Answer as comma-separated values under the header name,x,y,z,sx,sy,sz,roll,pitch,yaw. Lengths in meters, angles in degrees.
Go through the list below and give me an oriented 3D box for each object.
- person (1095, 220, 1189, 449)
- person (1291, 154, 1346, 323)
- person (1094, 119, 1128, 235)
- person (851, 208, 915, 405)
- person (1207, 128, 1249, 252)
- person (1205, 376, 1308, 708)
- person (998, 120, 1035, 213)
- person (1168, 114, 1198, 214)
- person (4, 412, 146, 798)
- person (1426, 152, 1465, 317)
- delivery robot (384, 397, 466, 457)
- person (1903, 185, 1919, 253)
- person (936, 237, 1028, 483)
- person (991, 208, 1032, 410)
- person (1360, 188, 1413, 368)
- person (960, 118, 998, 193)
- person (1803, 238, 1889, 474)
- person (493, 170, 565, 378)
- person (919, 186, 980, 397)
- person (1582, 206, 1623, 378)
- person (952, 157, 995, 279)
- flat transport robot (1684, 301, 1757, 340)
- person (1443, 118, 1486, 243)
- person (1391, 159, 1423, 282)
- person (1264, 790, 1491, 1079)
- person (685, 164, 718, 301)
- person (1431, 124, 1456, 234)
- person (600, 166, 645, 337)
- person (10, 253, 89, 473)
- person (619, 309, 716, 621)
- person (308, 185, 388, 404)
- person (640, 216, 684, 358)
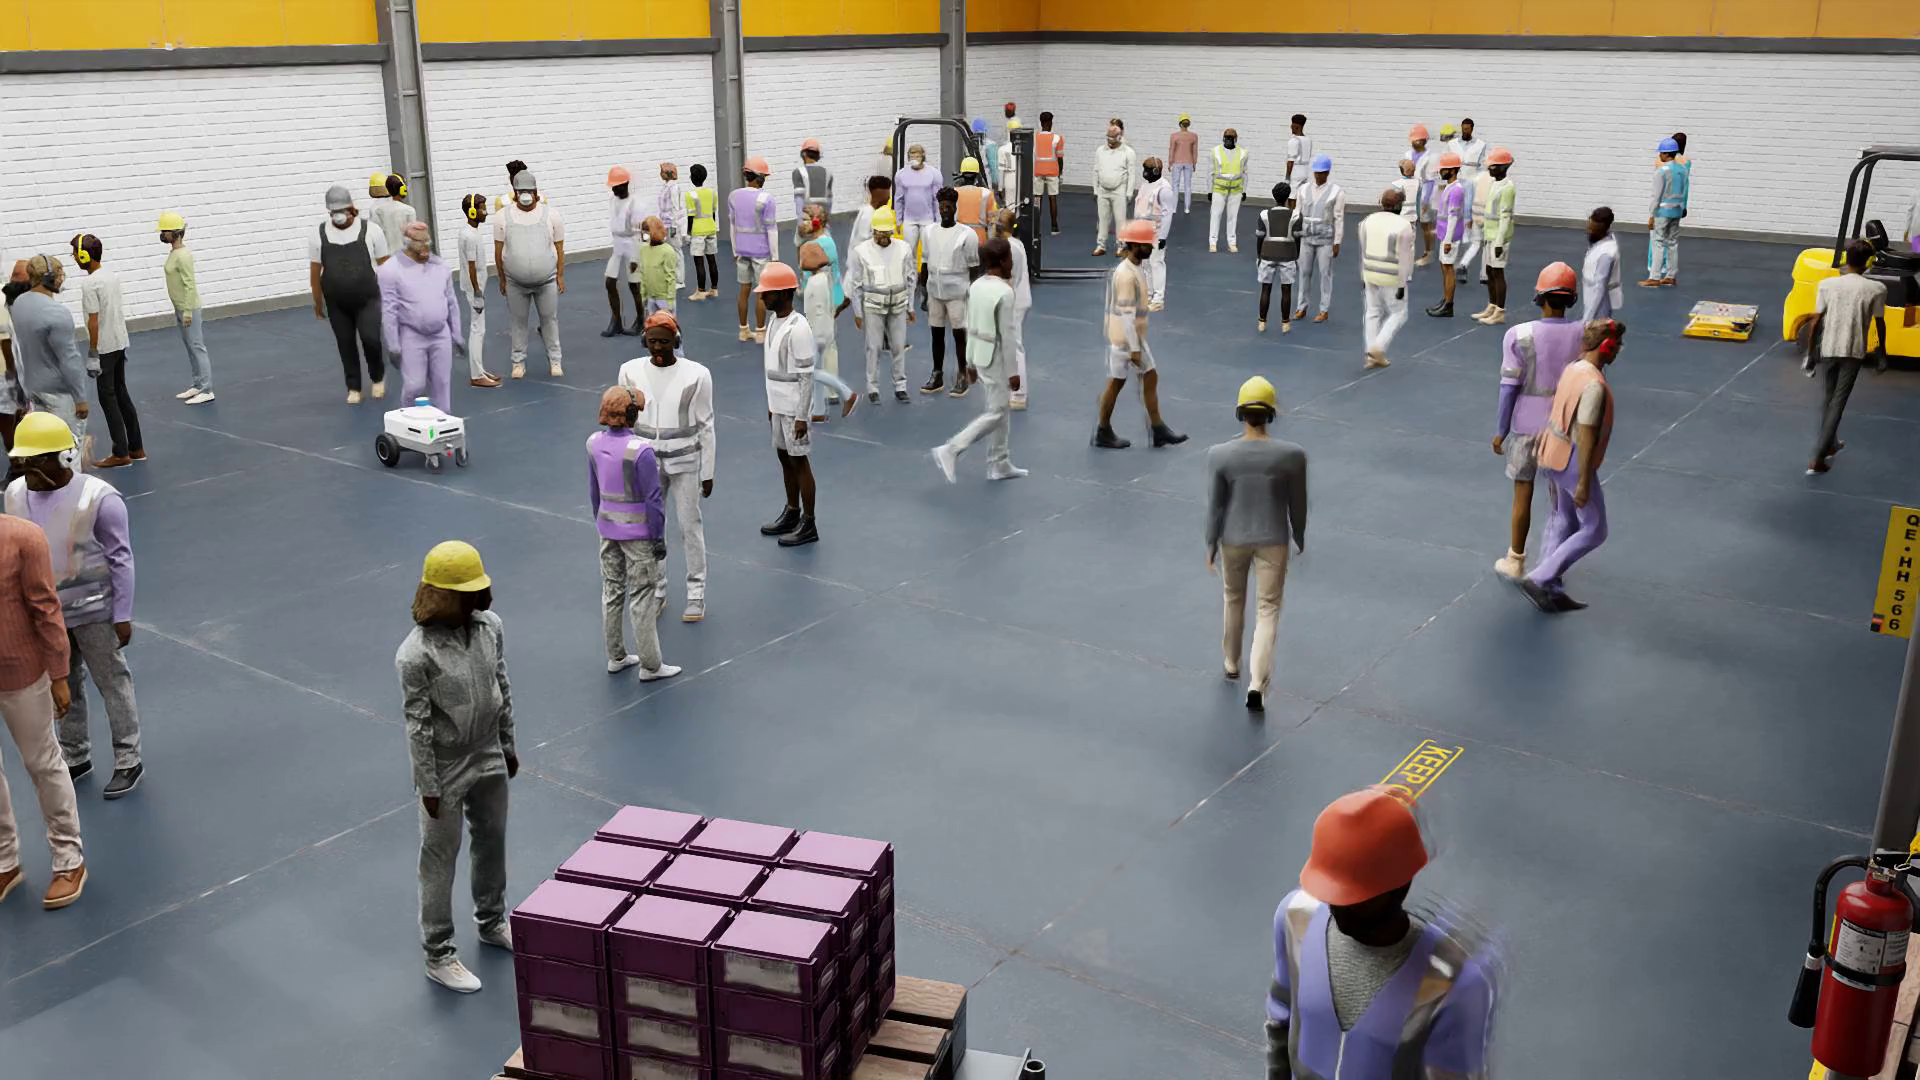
name,x,y,z,sx,sy,sz,roll,pitch,yaw
person,1.526,-1.661,13.660,0.882,1.904,0.578,6,19,17
person,4.173,-3.511,19.410,0.608,1.942,0.410,13,22,34
person,2.477,-5.874,26.955,0.455,1.846,0.511,15,23,38
person,-0.702,-2.150,15.350,0.601,1.817,0.403,-6,19,-19
person,4.023,-5.252,25.012,0.623,1.841,0.430,-1,18,-4
person,1.546,-0.001,8.758,0.527,1.730,0.809,4,18,14
person,0.850,-5.454,25.521,0.589,1.922,0.389,-5,19,-17
person,3.985,-6.727,29.767,0.532,1.755,0.342,-3,18,-8
person,-4.079,0.306,7.632,0.586,1.835,0.404,3,18,9
person,5.782,-3.625,19.781,0.389,1.930,0.544,3,18,9
delivery robot,-4.285,-0.897,13.312,0.707,0.478,0.477,14,23,38
person,12.347,-3.964,21.178,0.784,1.726,0.574,-7,19,-21
person,0.181,-1.351,12.705,0.746,1.903,0.582,-7,19,-20
person,0.458,-2.102,15.196,0.409,1.827,0.516,5,19,17
person,4.296,-2.626,16.811,0.449,1.832,0.626,-14,22,-37
person,0.344,-5.677,26.266,0.608,1.919,0.698,-14,23,-37
person,7.053,-1.468,13.188,0.914,1.830,0.511,-15,23,-39
person,-4.239,-2.619,16.450,0.682,2.000,0.537,-4,18,-12
person,-0.120,-2.336,15.683,0.613,1.965,0.361,10,20,28
person,5.788,-2.083,15.053,0.381,1.878,0.714,6,19,17
person,0.105,-3.427,19.160,0.594,1.924,0.382,-1,18,-3
flat transport robot,8.721,-2.527,19.020,0.652,0.197,1.431,9,20,27
person,7.874,-5.615,26.018,0.597,1.916,0.372,8,19,24
person,5.923,-4.254,22.210,0.514,1.641,0.308,-9,20,-25
person,0.910,1.465,3.883,0.608,1.909,0.680,14,23,38
person,-3.243,-3.849,20.851,0.318,1.697,0.533,11,21,31
person,7.875,-5.861,27.036,0.381,1.754,0.542,9,20,25
person,-3.741,-3.165,18.374,0.572,1.902,0.715,13,22,36
person,-6.360,-1.049,11.731,0.636,1.928,0.387,12,21,33
person,-1.732,-0.436,9.886,0.575,1.880,0.359,3,18,8
person,-5.620,-2.259,15.323,0.708,2.000,0.536,-3,18,-8
person,-2.947,-2.360,16.317,0.499,1.624,0.305,15,23,39
